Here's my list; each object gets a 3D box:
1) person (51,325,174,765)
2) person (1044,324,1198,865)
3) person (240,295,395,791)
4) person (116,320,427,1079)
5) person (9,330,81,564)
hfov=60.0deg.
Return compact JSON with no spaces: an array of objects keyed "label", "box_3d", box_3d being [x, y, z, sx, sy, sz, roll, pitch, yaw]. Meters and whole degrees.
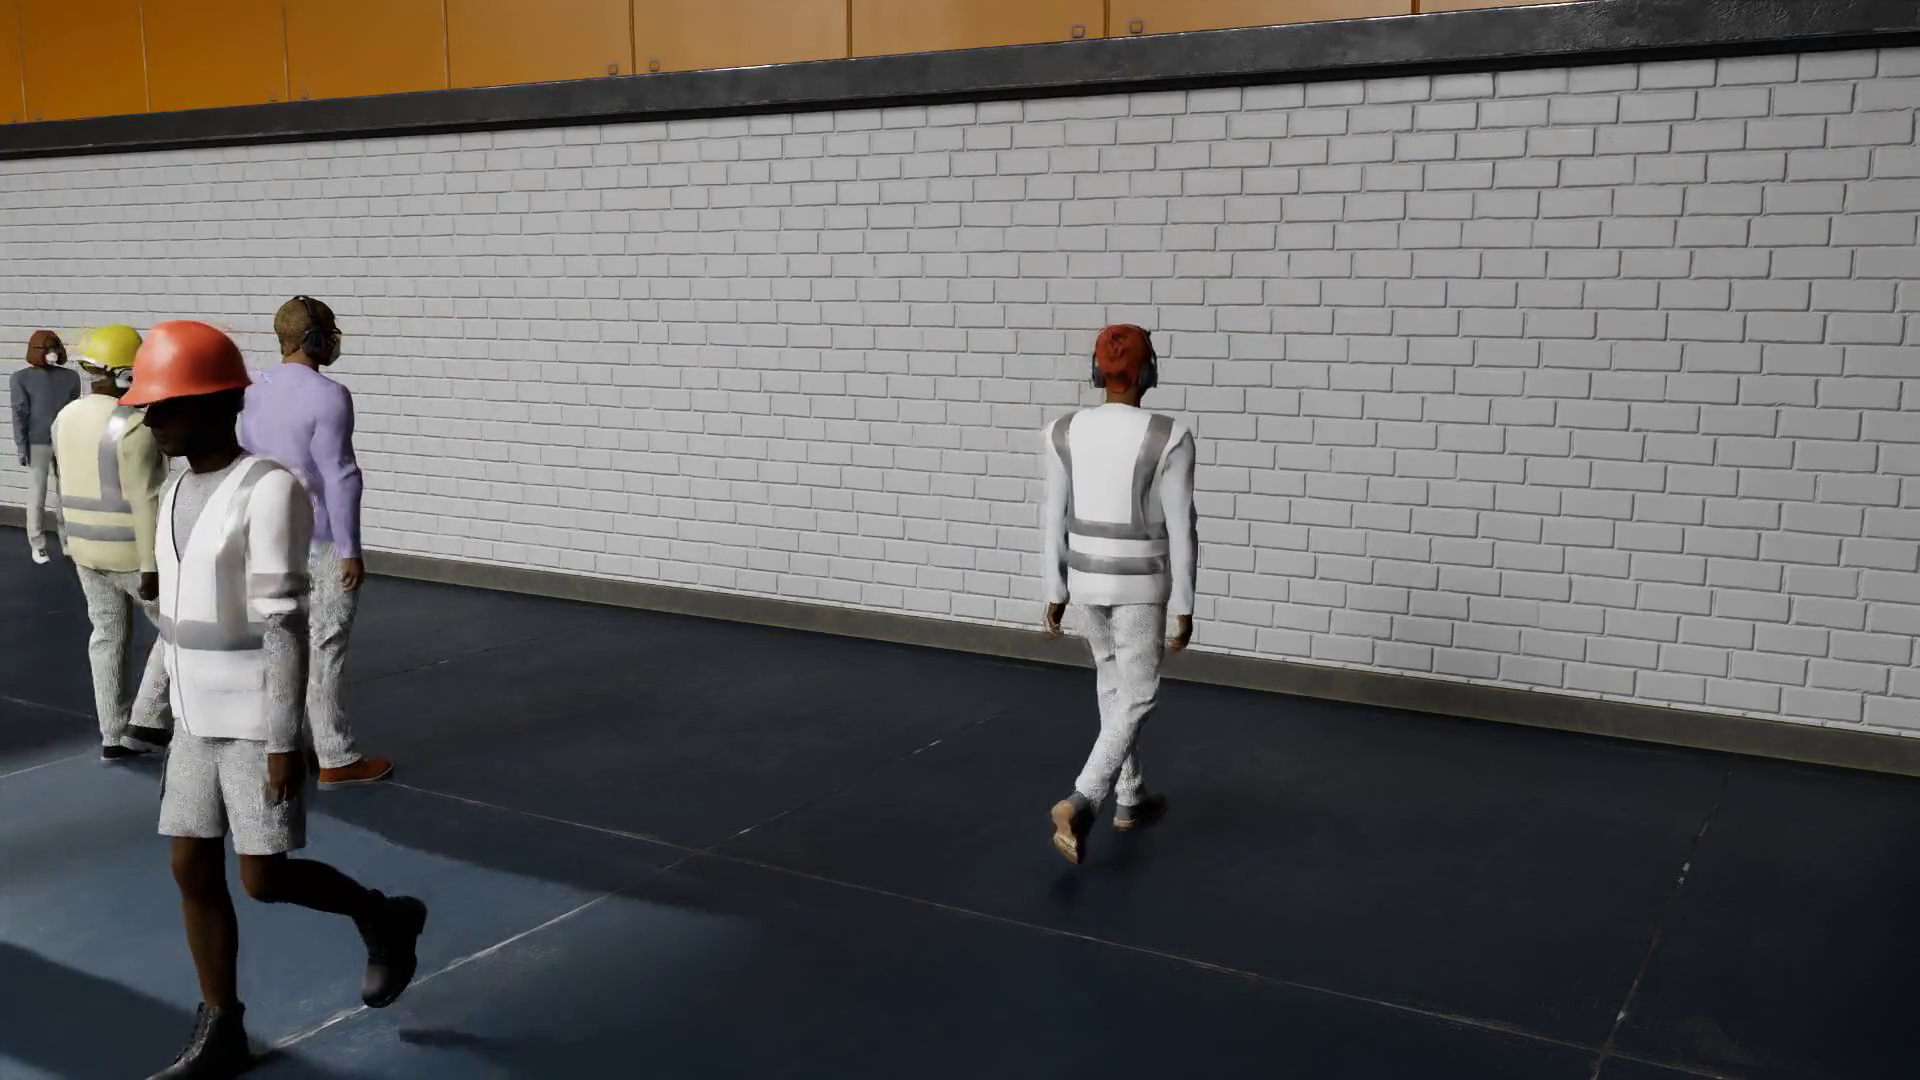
[{"label":"person","box_3d":[-3.422,0.033,6.827,0.594,1.817,0.428,5,10,26]},{"label":"person","box_3d":[0.533,0.182,5.786,0.577,1.858,0.857,6,11,34]},{"label":"person","box_3d":[-2.564,0.013,6.560,0.629,1.939,0.372,7,11,35]},{"label":"person","box_3d":[-1.749,0.407,4.173,0.548,1.916,0.693,6,11,32]},{"label":"person","box_3d":[-6.390,-0.659,11.702,0.268,1.630,0.507,6,11,32]}]
